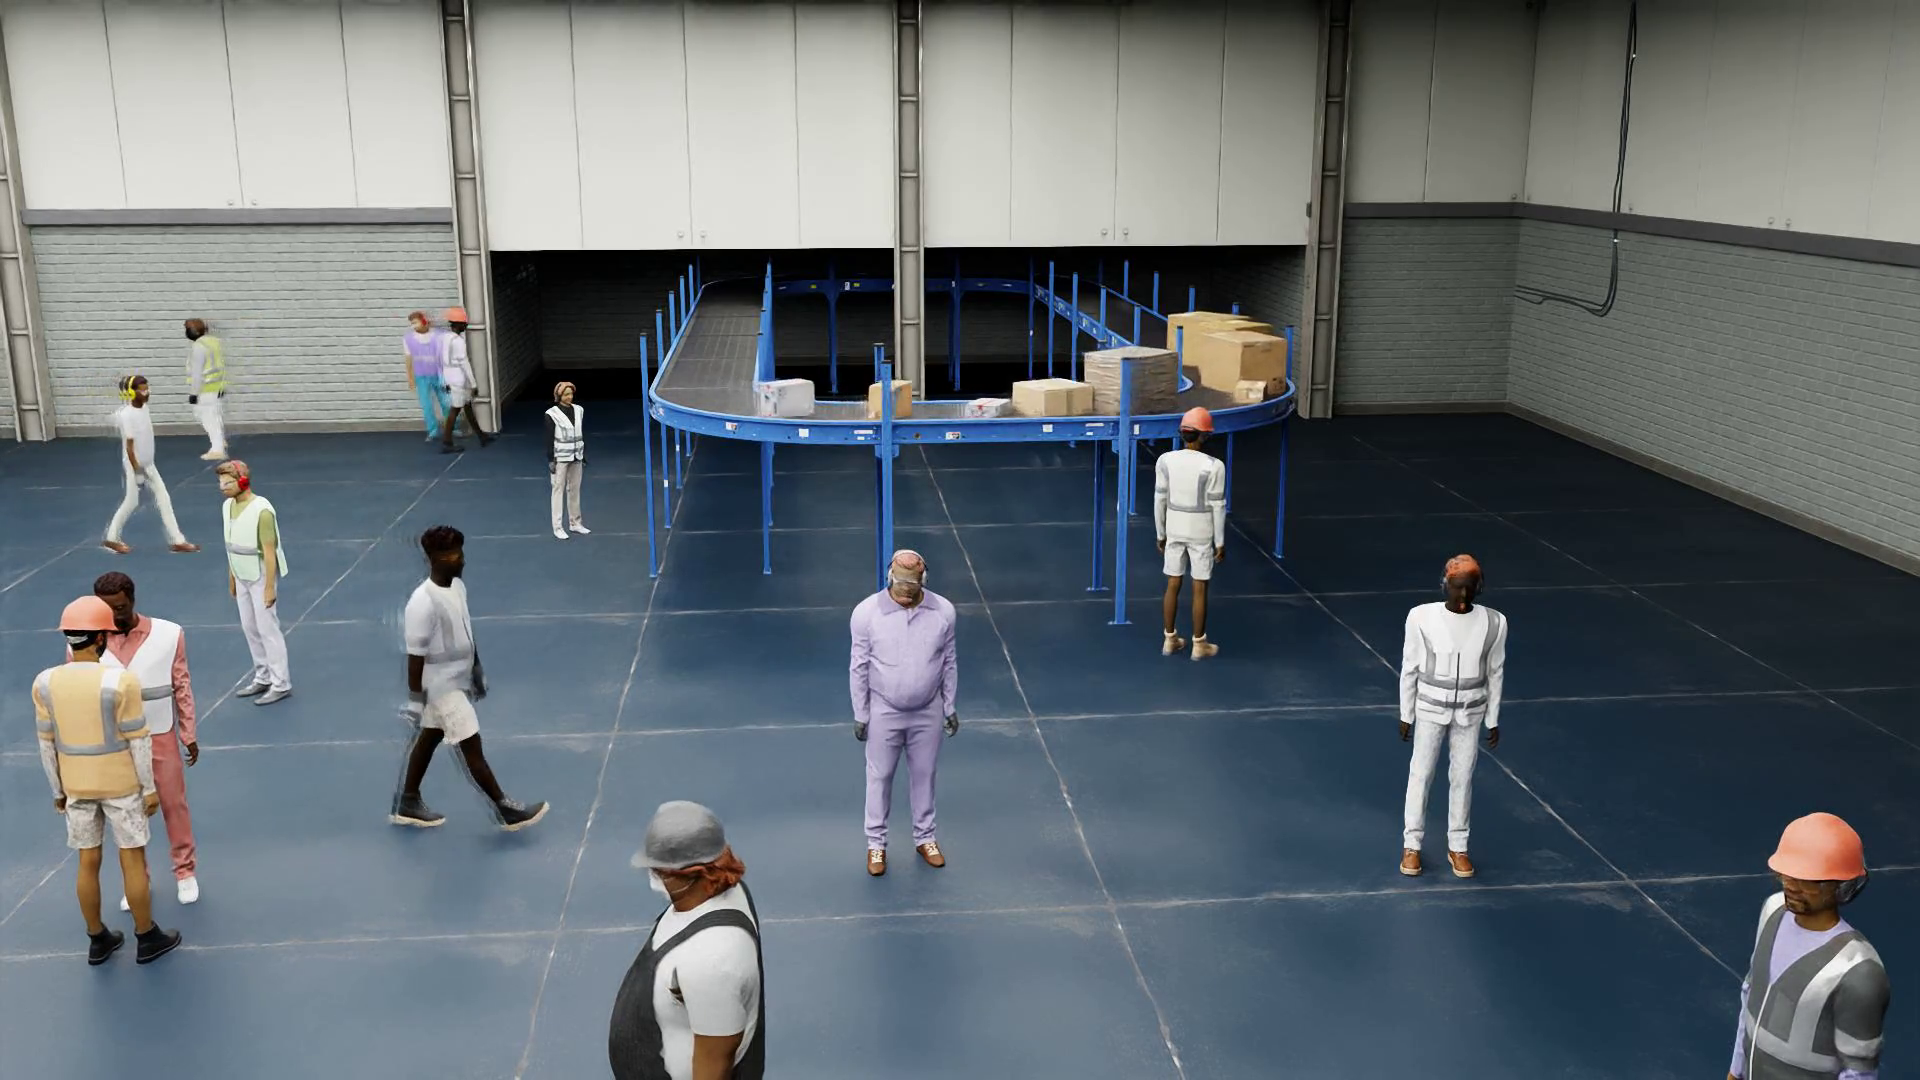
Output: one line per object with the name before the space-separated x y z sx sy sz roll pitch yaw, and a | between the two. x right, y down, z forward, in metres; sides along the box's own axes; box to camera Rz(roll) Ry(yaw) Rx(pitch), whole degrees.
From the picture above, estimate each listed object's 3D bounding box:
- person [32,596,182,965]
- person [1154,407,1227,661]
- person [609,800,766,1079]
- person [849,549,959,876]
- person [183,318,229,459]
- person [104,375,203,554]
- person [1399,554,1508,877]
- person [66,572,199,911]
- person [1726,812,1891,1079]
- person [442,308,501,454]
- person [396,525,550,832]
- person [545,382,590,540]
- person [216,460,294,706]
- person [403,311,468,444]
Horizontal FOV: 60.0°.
person | -4.351 1.230 8.468 0.545 1.927 0.386 1 14 3
person | 1.865 -0.053 13.368 0.615 2.038 0.395 10 17 34
person | -0.939 1.847 5.765 0.537 2.000 0.678 -2 14 -7
person | -0.308 0.978 9.528 0.639 1.902 0.406 -4 15 -16
person | -9.685 -1.934 21.337 0.443 1.826 0.645 -3 14 -13
person | -8.172 -0.735 16.555 0.970 1.830 0.540 1 14 3
person | 2.788 1.002 9.469 0.573 1.883 0.356 2 14 6
person | -4.502 1.083 9.102 0.597 1.907 0.408 -5 15 -21
person | 2.791 1.879 5.621 0.359 2.047 0.614 -1 14 -6
person | -6.472 -2.096 21.835 0.872 1.893 0.559 -9 17 -33
person | -3.016 0.844 10.019 1.015 1.911 0.631 0 14 2
person | -4.091 -0.839 17.326 0.310 1.638 0.522 9 17 33
person | -5.243 0.298 12.388 0.575 1.831 0.397 10 17 36
person | -7.098 -2.200 22.436 0.712 1.803 0.455 -5 15 -18
